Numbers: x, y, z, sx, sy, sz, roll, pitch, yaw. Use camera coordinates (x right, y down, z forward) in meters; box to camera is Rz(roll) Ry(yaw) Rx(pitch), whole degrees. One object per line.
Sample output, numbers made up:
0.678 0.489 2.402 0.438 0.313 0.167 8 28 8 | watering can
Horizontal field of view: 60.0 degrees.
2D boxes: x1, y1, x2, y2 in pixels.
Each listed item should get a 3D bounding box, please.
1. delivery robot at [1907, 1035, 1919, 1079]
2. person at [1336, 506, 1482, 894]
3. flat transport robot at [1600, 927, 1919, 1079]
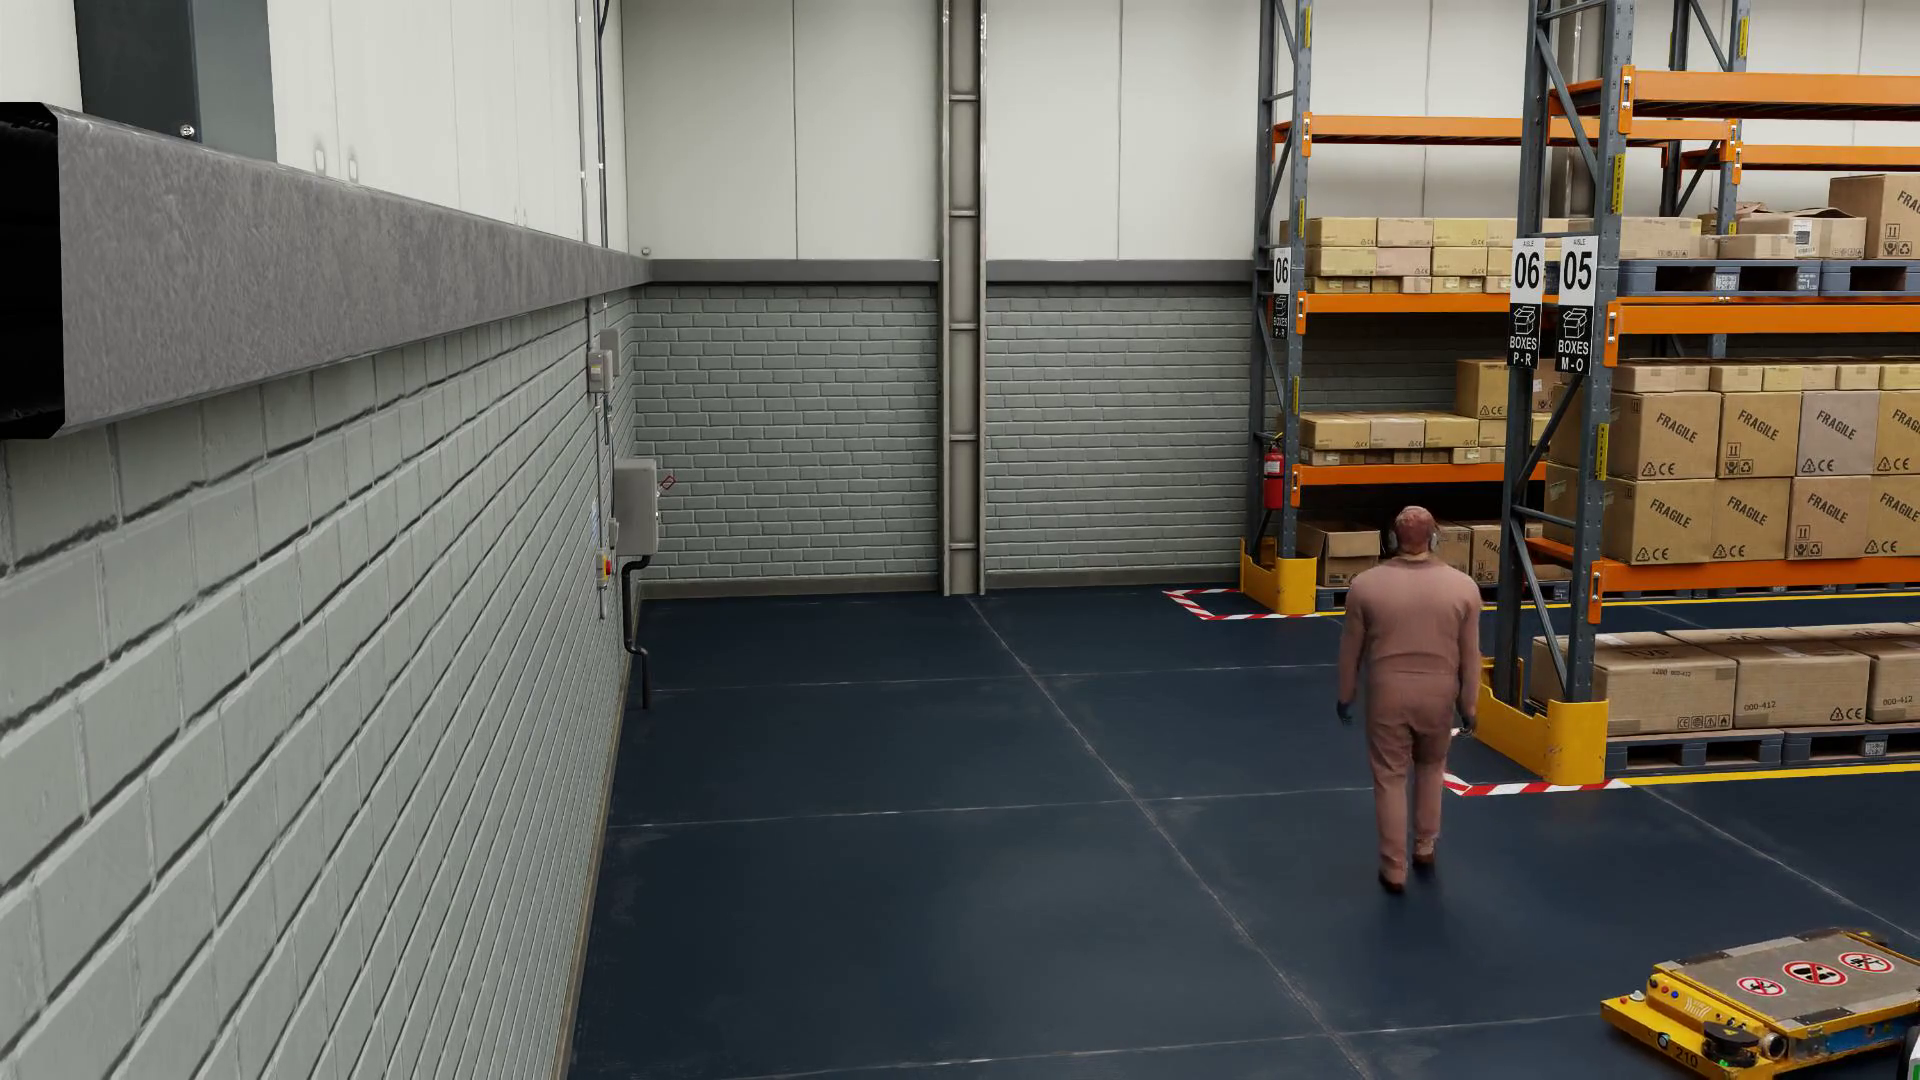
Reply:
3.499 1.792 5.726 0.477 0.478 0.707 7 11 37 | delivery robot
2.206 0.762 8.260 0.671 1.880 0.732 1 9 8 | person
3.348 1.834 6.629 1.431 0.197 0.652 -4 10 -22 | flat transport robot
